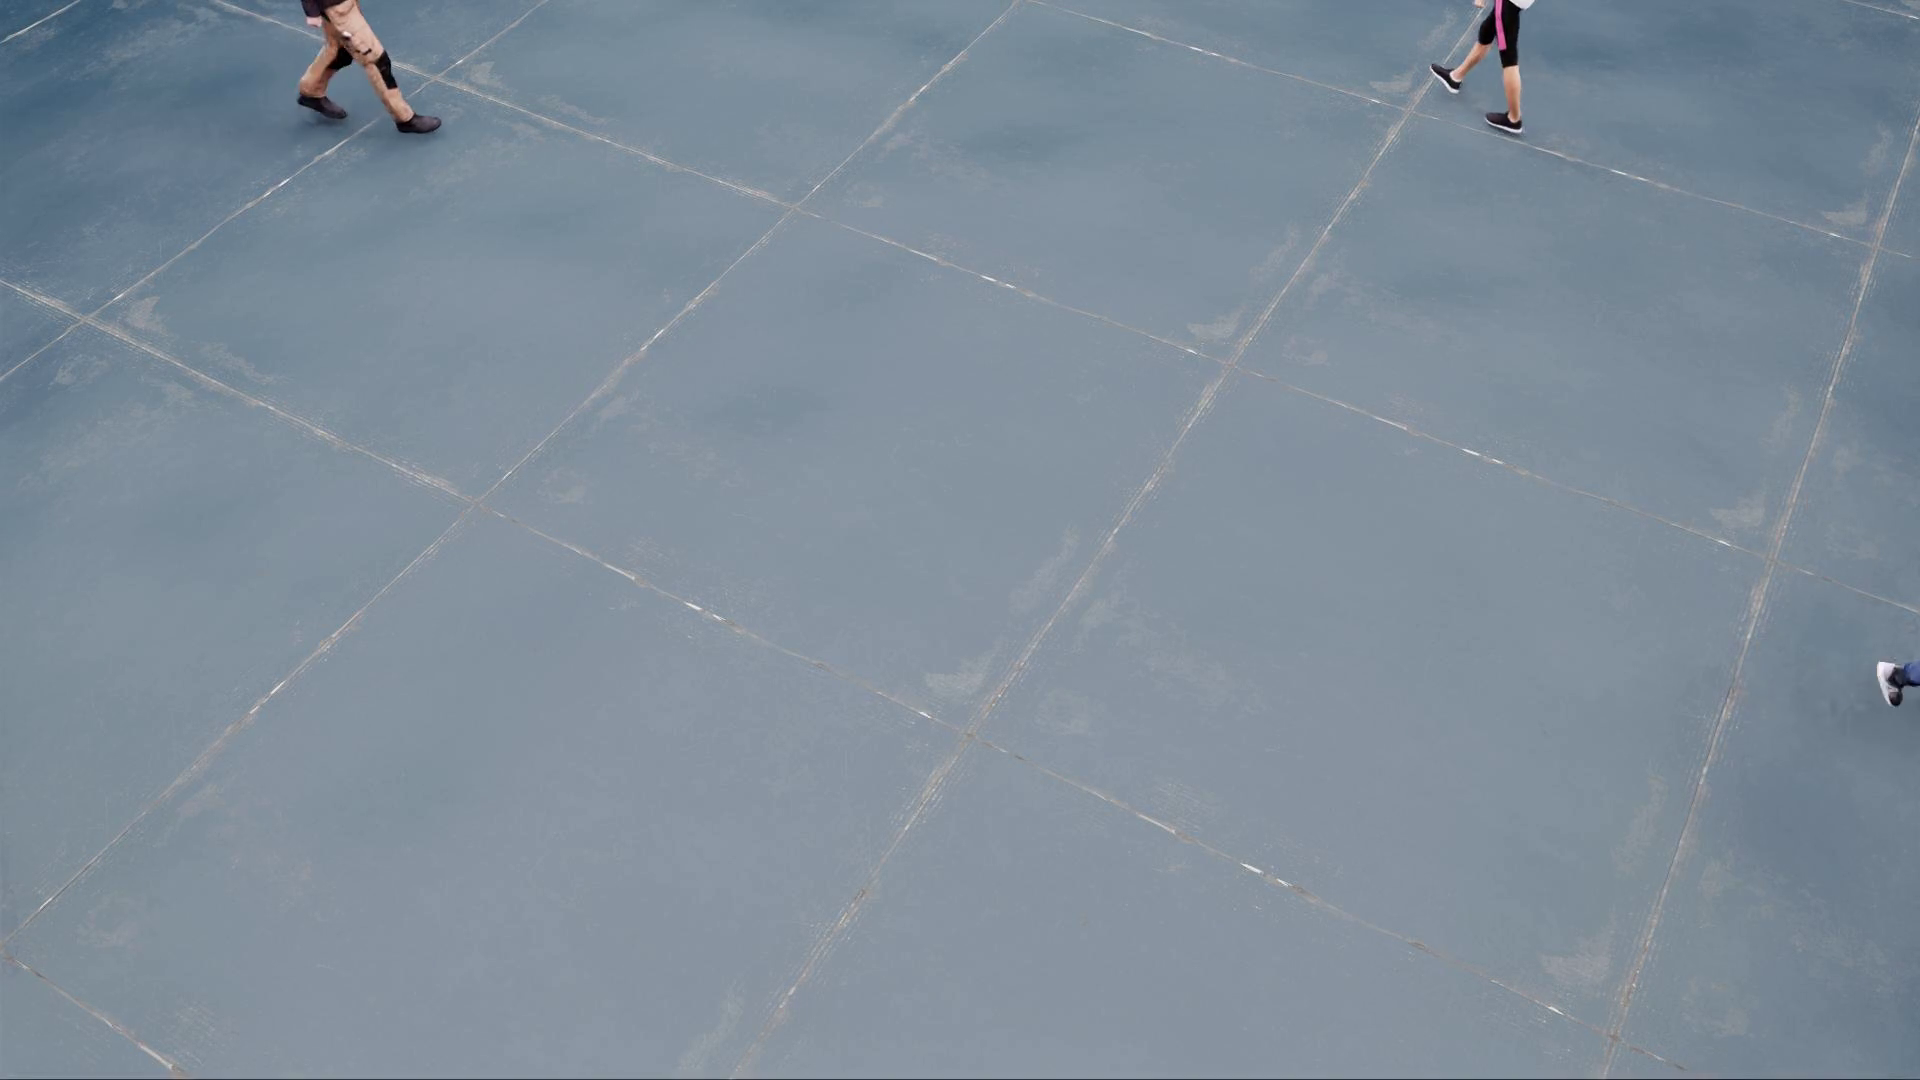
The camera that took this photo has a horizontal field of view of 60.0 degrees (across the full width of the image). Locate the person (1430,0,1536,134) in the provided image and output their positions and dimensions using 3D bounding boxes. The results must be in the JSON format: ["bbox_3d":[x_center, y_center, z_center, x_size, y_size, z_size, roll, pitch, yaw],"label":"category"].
[{"bbox_3d":[3.558,-3.387,10.510,0.859,1.746,1.131,-33,55,-27],"label":"person"}]

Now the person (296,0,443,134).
[{"bbox_3d":[-3.991,-3.418,10.441,1.321,1.890,1.082,1,47,1],"label":"person"}]
